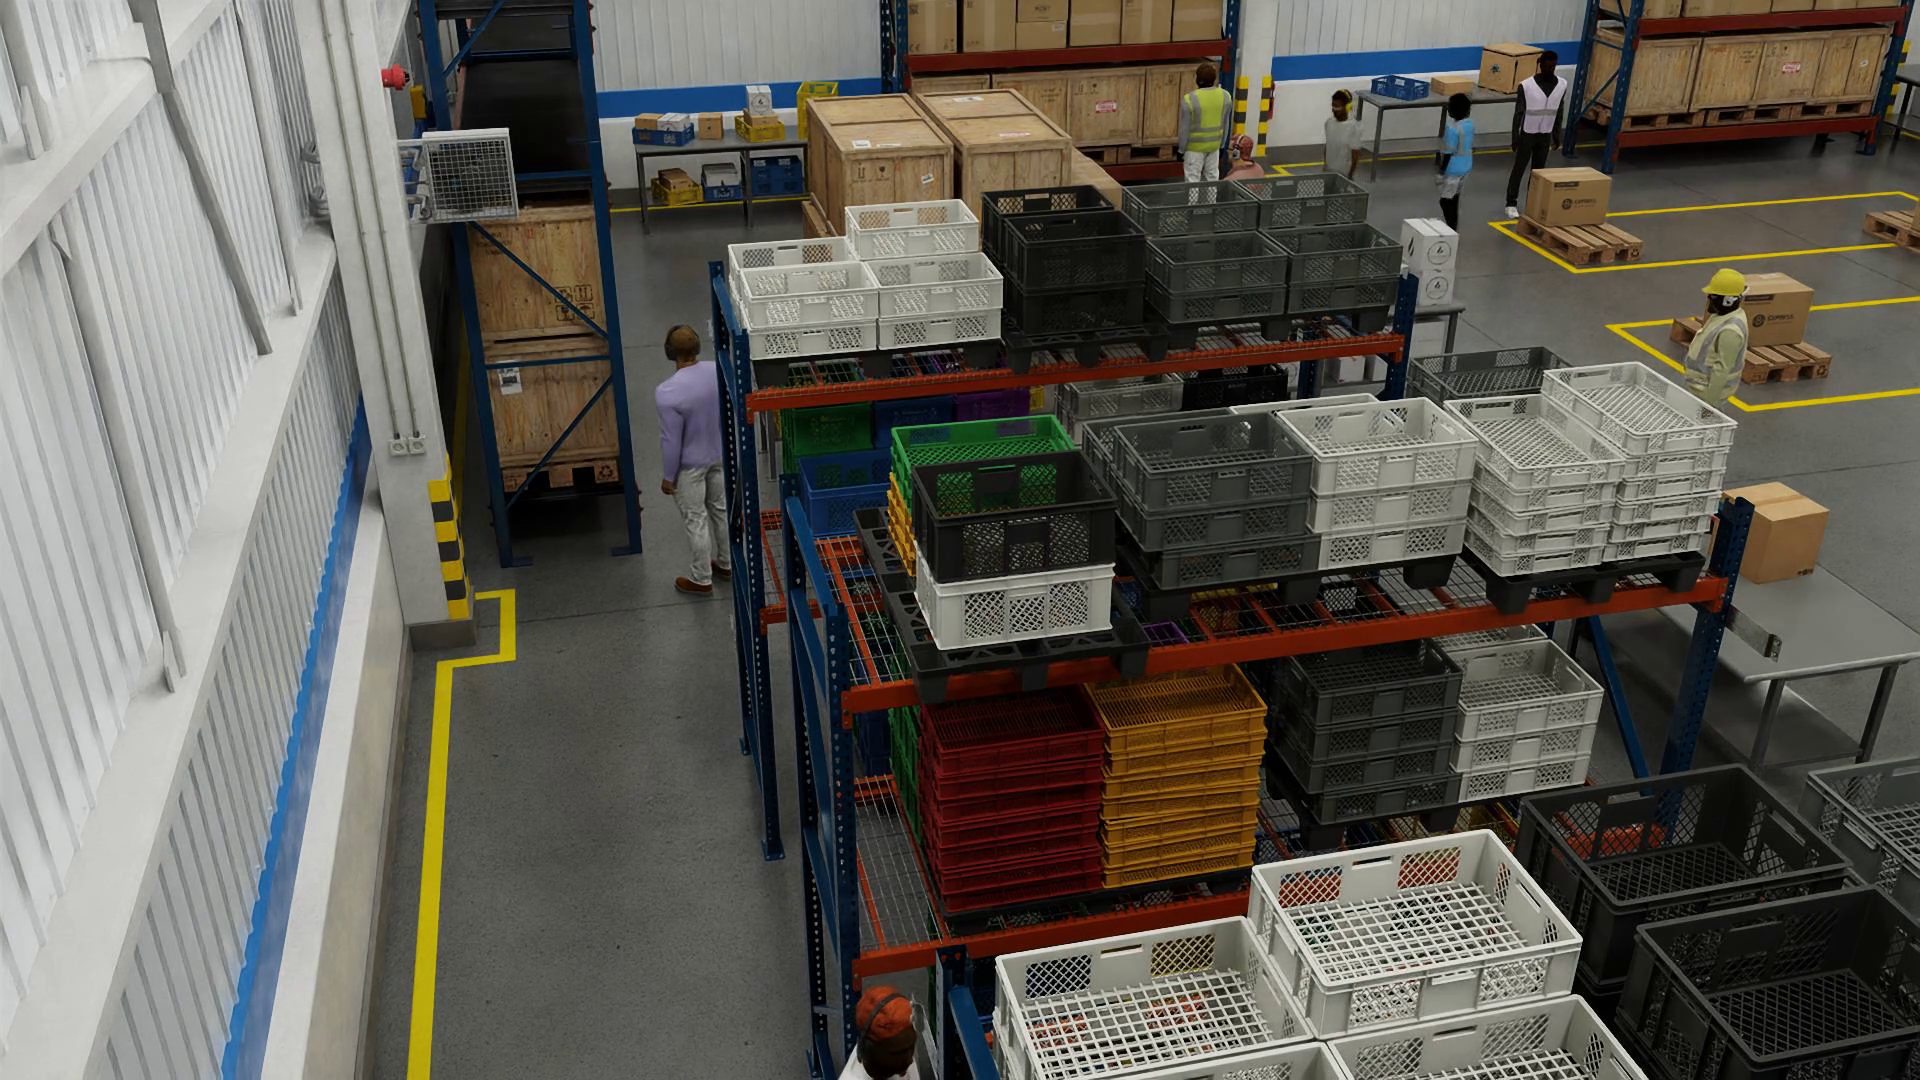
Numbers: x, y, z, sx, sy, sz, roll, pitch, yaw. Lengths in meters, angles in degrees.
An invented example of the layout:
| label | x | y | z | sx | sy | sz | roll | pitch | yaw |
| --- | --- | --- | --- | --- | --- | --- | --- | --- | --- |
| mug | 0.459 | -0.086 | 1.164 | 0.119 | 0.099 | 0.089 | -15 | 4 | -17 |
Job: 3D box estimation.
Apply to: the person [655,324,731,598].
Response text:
| label | x | y | z | sx | sy | sz | roll | pitch | yaw |
| --- | --- | --- | --- | --- | --- | --- | --- | --- | --- |
| person | -1.790 | -0.533 | 11.257 | 0.371 | 1.936 | 0.629 | 18 | 33 | 30 |

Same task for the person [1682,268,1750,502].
| label | x | y | z | sx | sy | sz | roll | pitch | yaw |
| --- | --- | --- | --- | --- | --- | --- | --- | --- | --- |
| person | 5.668 | -1.171 | 12.587 | 0.403 | 1.823 | 0.595 | 9 | 29 | 17 |

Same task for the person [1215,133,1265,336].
| label | x | y | z | sx | sy | sz | roll | pitch | yaw |
| --- | --- | --- | --- | --- | --- | --- | --- | --- | --- |
| person | 2.588 | -2.891 | 15.761 | 0.407 | 1.908 | 0.641 | 17 | 32 | 28 |

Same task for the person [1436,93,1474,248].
| label | x | y | z | sx | sy | sz | roll | pitch | yaw |
| --- | --- | --- | --- | --- | --- | --- | --- | --- | --- |
| person | 5.438 | -4.045 | 18.209 | 0.342 | 1.686 | 0.648 | 21 | 34 | 34 |

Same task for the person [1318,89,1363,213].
| label | x | y | z | sx | sy | sz | roll | pitch | yaw |
| --- | --- | --- | --- | --- | --- | --- | --- | --- | --- |
| person | 3.996 | -3.832 | 17.628 | 0.672 | 1.847 | 0.538 | -24 | 36 | -38 |

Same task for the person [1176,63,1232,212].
| label | x | y | z | sx | sy | sz | roll | pitch | yaw |
| --- | --- | --- | --- | --- | --- | --- | --- | --- | --- |
| person | 2.719 | -4.436 | 18.758 | 0.625 | 1.847 | 0.429 | -11 | 30 | -20 |

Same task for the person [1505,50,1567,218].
| label | x | y | z | sx | sy | sz | roll | pitch | yaw |
| --- | --- | --- | --- | --- | --- | --- | --- | --- | --- |
| person | 6.617 | -4.674 | 19.146 | 0.595 | 1.911 | 0.385 | -6 | 28 | -10 |

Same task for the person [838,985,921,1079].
| label | x | y | z | sx | sy | sz | roll | pitch | yaw |
| --- | --- | --- | --- | --- | --- | --- | --- | --- | --- |
| person | -0.278 | 2.325 | 5.891 | 0.337 | 1.879 | 0.584 | 8 | 29 | 15 |
